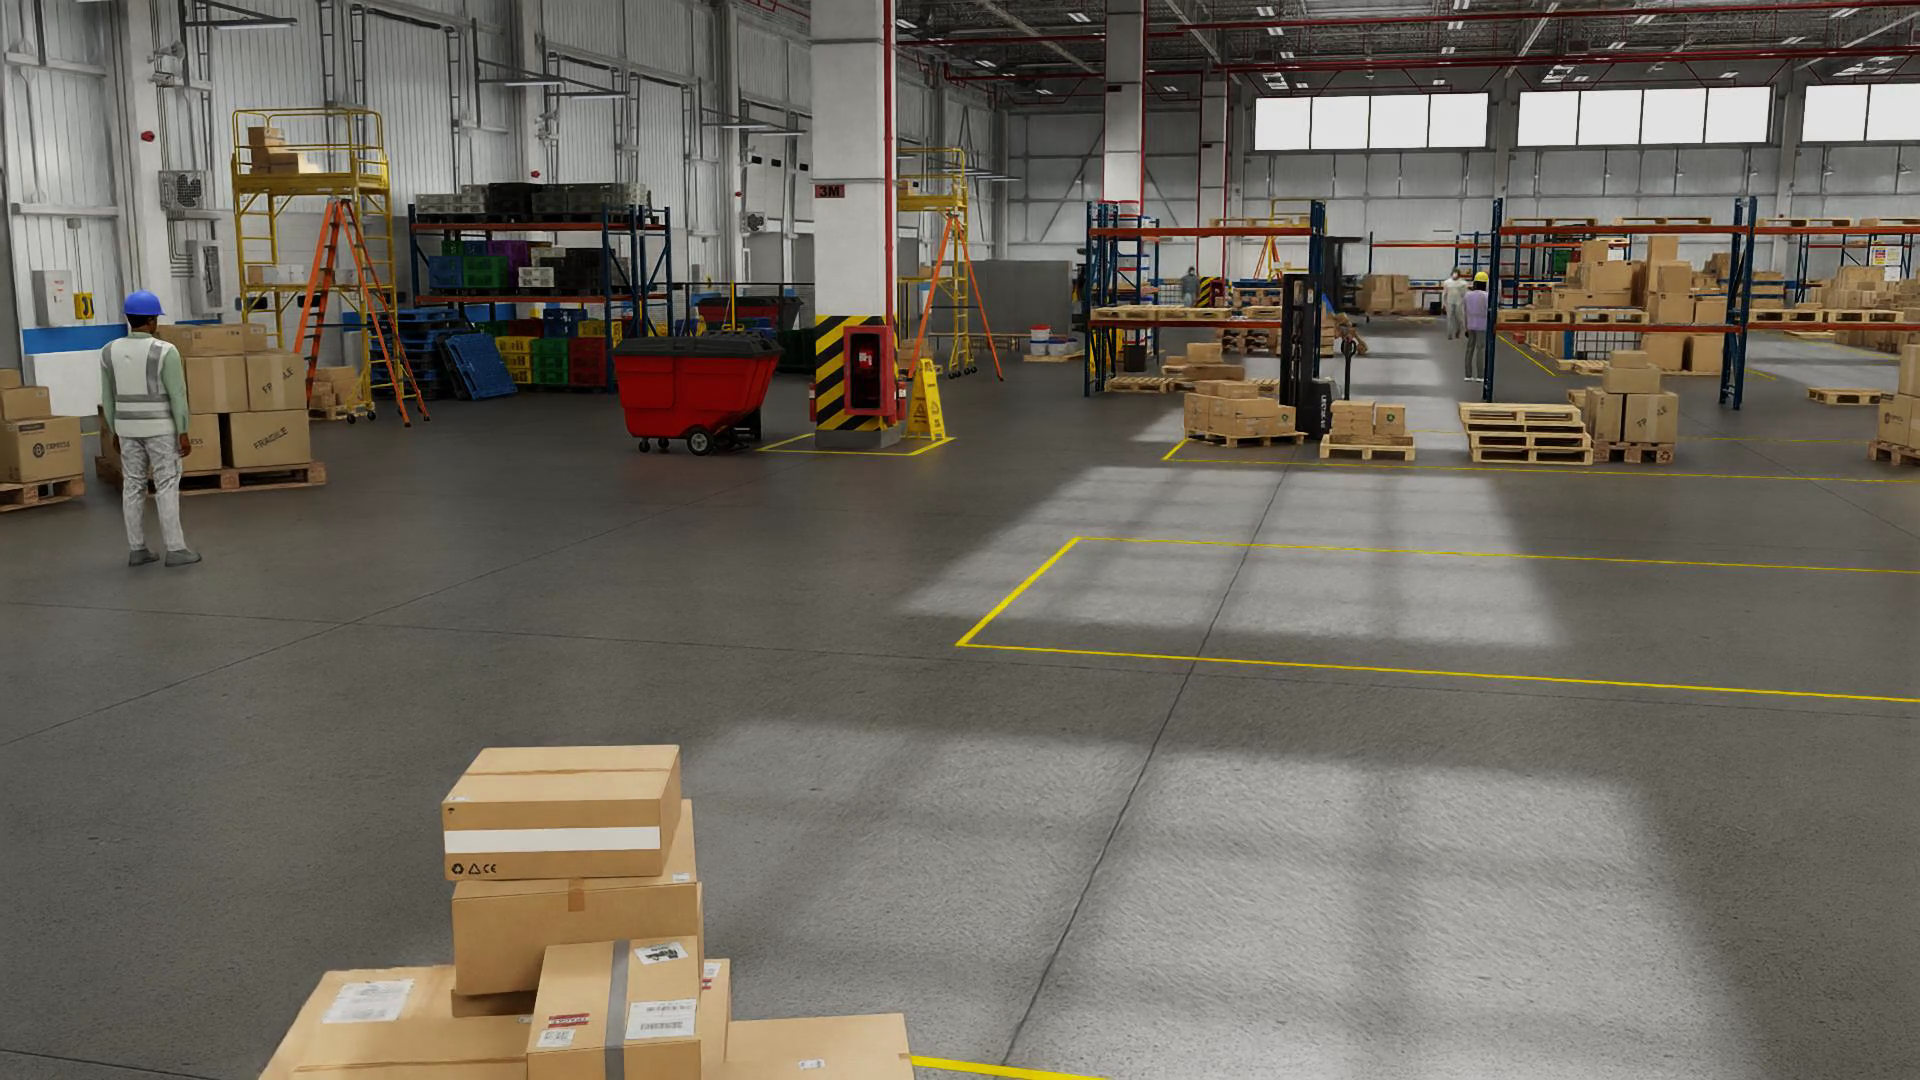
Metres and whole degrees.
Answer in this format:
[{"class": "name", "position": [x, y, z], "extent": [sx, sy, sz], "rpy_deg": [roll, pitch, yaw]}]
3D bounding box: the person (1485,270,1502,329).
[{"class": "person", "position": [15.245, -6.861, 47.747], "extent": [0.572, 1.882, 1.011], "rpy_deg": [3, 10, 15]}]

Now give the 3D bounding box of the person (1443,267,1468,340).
[{"class": "person", "position": [13.122, -6.268, 44.111], "extent": [0.625, 1.925, 0.651], "rpy_deg": [4, 11, 23]}]

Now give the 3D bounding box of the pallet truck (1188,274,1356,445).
[{"class": "pallet truck", "position": [3.653, -2.138, 19.590], "extent": [1.885, 1.965, 0.823], "rpy_deg": [-4, 10, -20]}]

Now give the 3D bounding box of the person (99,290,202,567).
[{"class": "person", "position": [-5.705, -0.776, 11.713], "extent": [0.617, 1.946, 0.393], "rpy_deg": [2, 10, 9]}]

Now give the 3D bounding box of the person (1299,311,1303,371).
[{"class": "person", "position": [6.735, -4.106, 31.940], "extent": [0.485, 1.739, 0.319], "rpy_deg": [-8, 13, -40]}]

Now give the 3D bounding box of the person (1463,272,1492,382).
[{"class": "person", "position": [9.076, -3.723, 29.129], "extent": [0.365, 1.928, 0.585], "rpy_deg": [-7, 12, -35]}]

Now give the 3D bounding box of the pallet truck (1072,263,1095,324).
[{"class": "pallet truck", "position": [4.325, -8.180, 55.162], "extent": [0.823, 1.965, 1.885], "rpy_deg": [6, 11, 31]}]

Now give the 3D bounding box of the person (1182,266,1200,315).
[{"class": "person", "position": [7.793, -8.313, 56.236], "extent": [0.632, 1.912, 0.856], "rpy_deg": [-1, 10, -8]}]

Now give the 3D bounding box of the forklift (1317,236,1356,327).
[{"class": "forklift", "position": [11.194, -7.982, 51.404], "extent": [1.873, 2.768, 1.129], "rpy_deg": [-2, 10, -14]}]

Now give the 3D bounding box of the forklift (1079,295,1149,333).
[{"class": "forklift", "position": [4.408, -7.276, 47.242], "extent": [1.873, 2.768, 1.129], "rpy_deg": [2, 10, 14]}]
